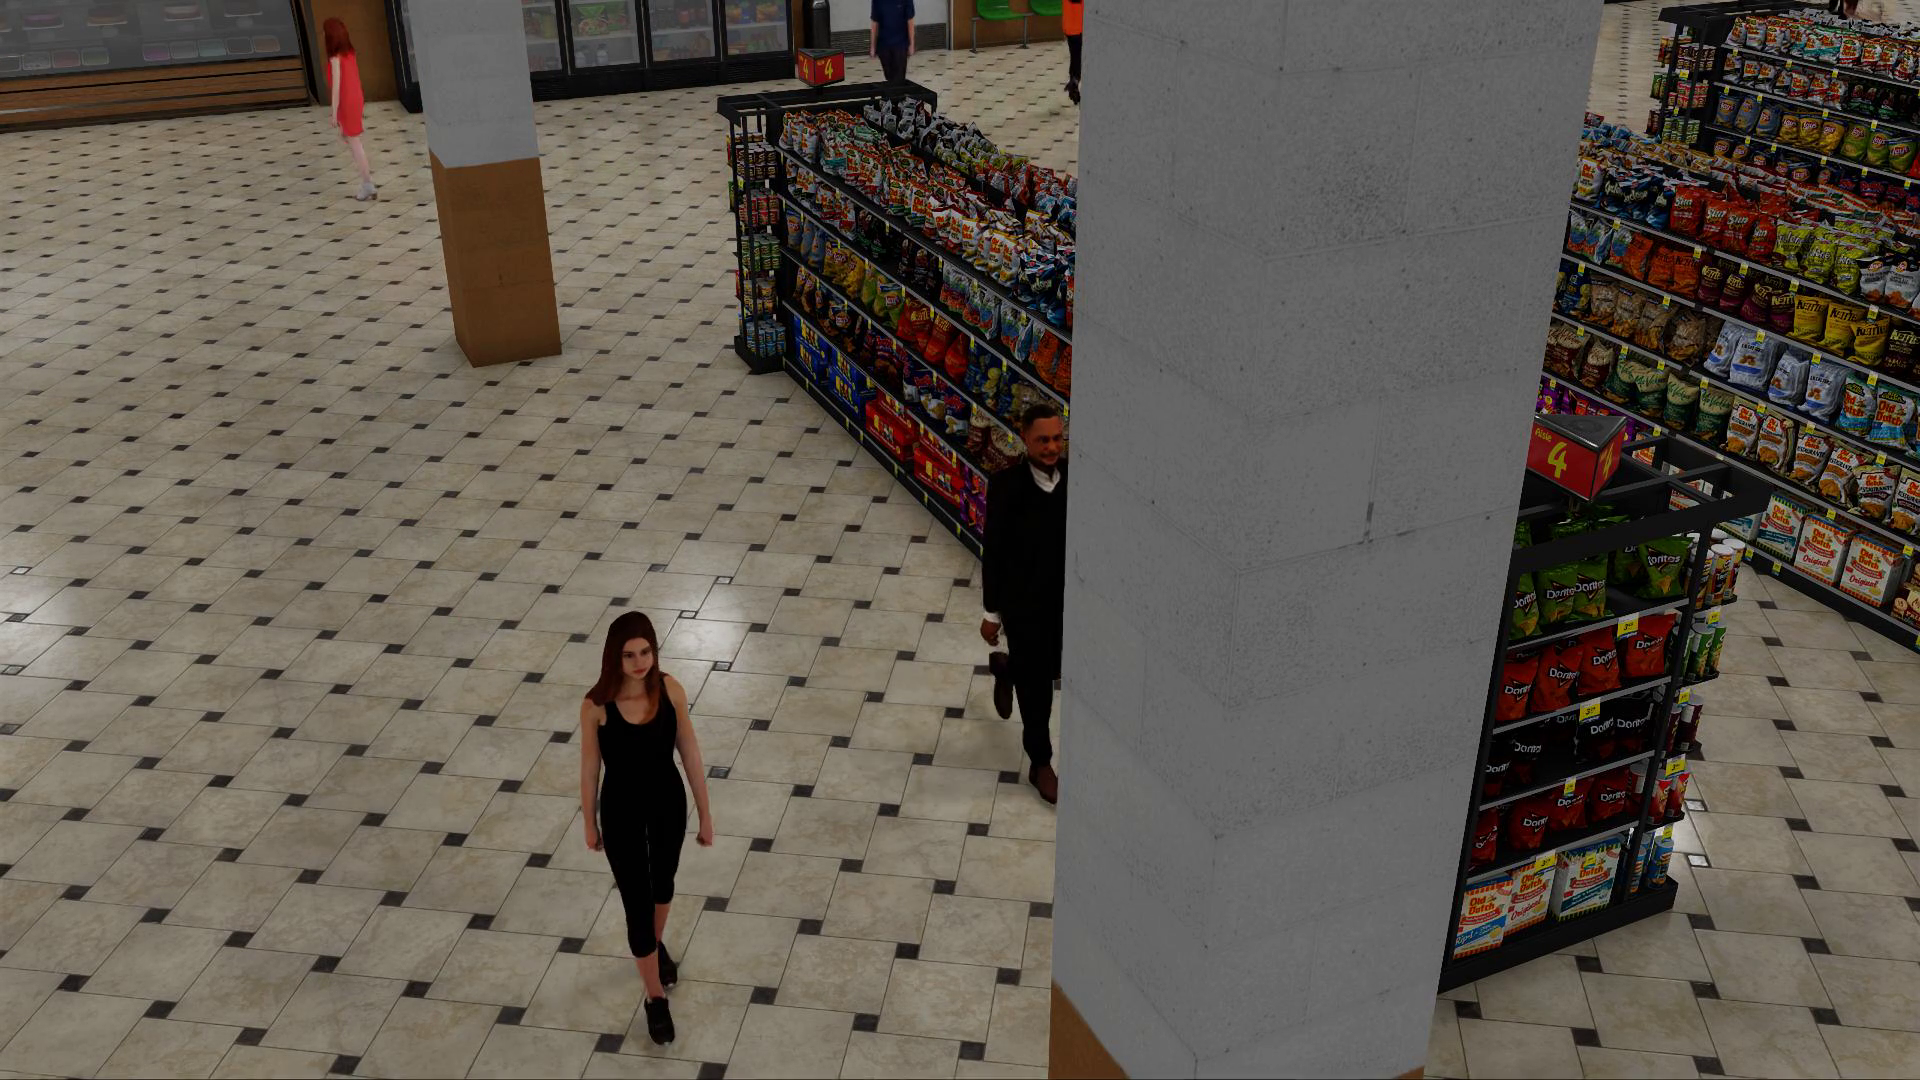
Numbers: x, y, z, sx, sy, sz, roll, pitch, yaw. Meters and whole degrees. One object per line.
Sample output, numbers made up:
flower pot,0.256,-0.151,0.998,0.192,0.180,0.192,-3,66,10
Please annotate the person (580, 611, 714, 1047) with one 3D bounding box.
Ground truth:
person,-1.230,0.998,6.381,0.605,1.711,0.840,-13,30,-24

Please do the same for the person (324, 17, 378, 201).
person,-6.054,-4.321,16.751,0.776,1.817,0.671,2,27,3

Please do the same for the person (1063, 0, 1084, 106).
person,1.443,-6.276,20.696,0.823,1.736,0.857,21,33,35

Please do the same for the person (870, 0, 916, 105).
person,-0.783,-5.827,19.722,1.094,1.816,1.266,4,27,8

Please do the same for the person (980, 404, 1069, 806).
person,0.322,0.245,7.675,0.697,1.881,1.135,-13,29,-23
